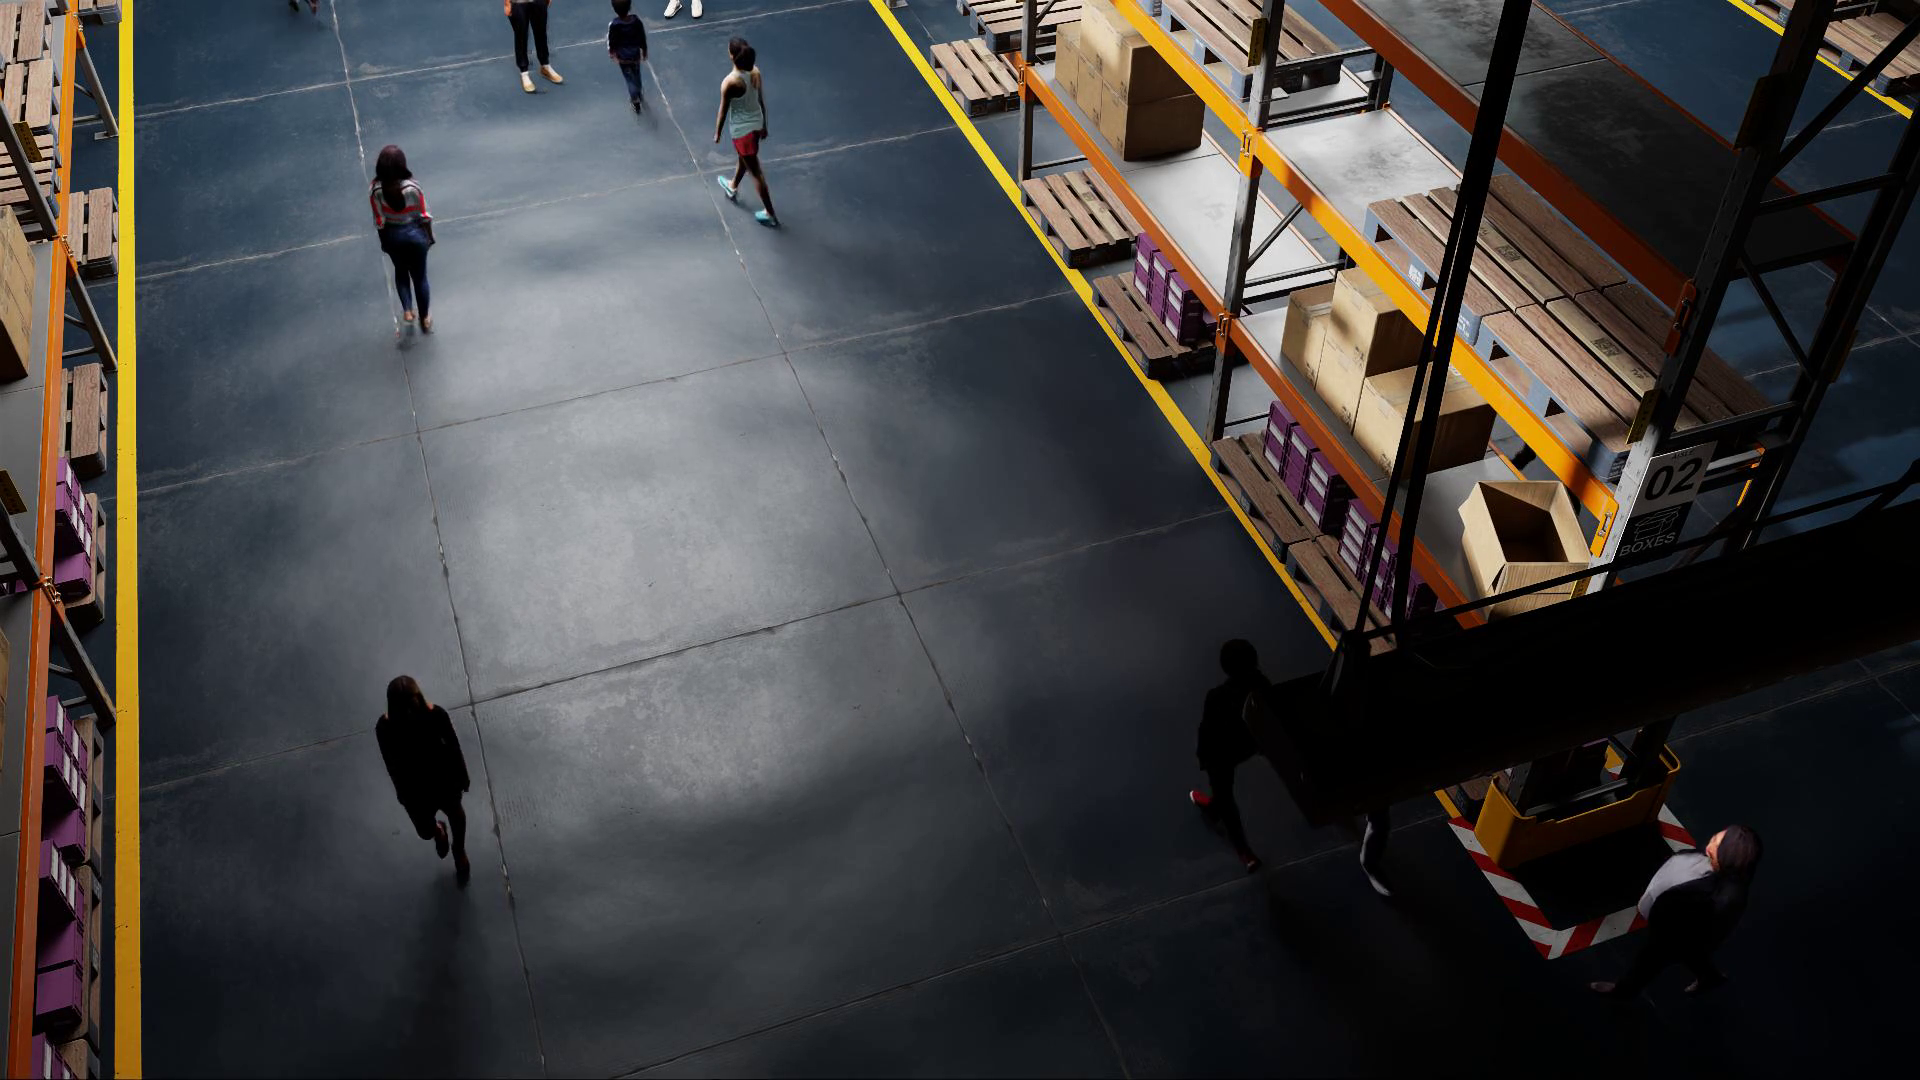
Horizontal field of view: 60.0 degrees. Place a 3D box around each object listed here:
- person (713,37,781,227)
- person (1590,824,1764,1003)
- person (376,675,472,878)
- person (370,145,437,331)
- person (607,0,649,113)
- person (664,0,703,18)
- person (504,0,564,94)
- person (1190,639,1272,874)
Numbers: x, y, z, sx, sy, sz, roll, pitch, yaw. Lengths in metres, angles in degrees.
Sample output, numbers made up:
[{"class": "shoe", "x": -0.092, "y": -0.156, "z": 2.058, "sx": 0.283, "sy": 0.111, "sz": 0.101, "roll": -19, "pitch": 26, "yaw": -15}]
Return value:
[{"class": "person", "x": -1.828, "y": -3.561, "z": 14.705, "sx": 1.173, "sy": 1.731, "sz": 0.937, "roll": 31, "pitch": 52, "yaw": 28}, {"class": "person", "x": 3.968, "y": 2.041, "z": 8.936, "sx": 1.017, "sy": 1.577, "sz": 1.007, "roll": 10, "pitch": 45, "yaw": 11}, {"class": "person", "x": -3.075, "y": 1.326, "z": 9.621, "sx": 0.574, "sy": 1.668, "sz": 0.600, "roll": -16, "pitch": 46, "yaw": -16}, {"class": "person", "x": -4.553, "y": -2.440, "z": 13.633, "sx": 0.672, "sy": 1.587, "sz": 0.699, "roll": -10, "pitch": 45, "yaw": -11}, {"class": "person", "x": -3.255, "y": -4.786, "z": 16.369, "sx": 0.543, "sy": 1.209, "sz": 0.666, "roll": -18, "pitch": 46, "yaw": -18}, {"class": "person", "x": -3.014, "y": -6.510, "z": 17.702, "sx": 0.724, "sy": 1.866, "sz": 0.708, "roll": 2, "pitch": 44, "yaw": 2}, {"class": "person", "x": -4.327, "y": -5.419, "z": 16.539, "sx": 0.716, "sy": 1.892, "sz": 0.655, "roll": -28, "pitch": 50, "yaw": -26}, {"class": "person", "x": 1.631, "y": 1.268, "z": 9.697, "sx": 0.685, "sy": 1.647, "sz": 1.031, "roll": -18, "pitch": 46, "yaw": -18}]
